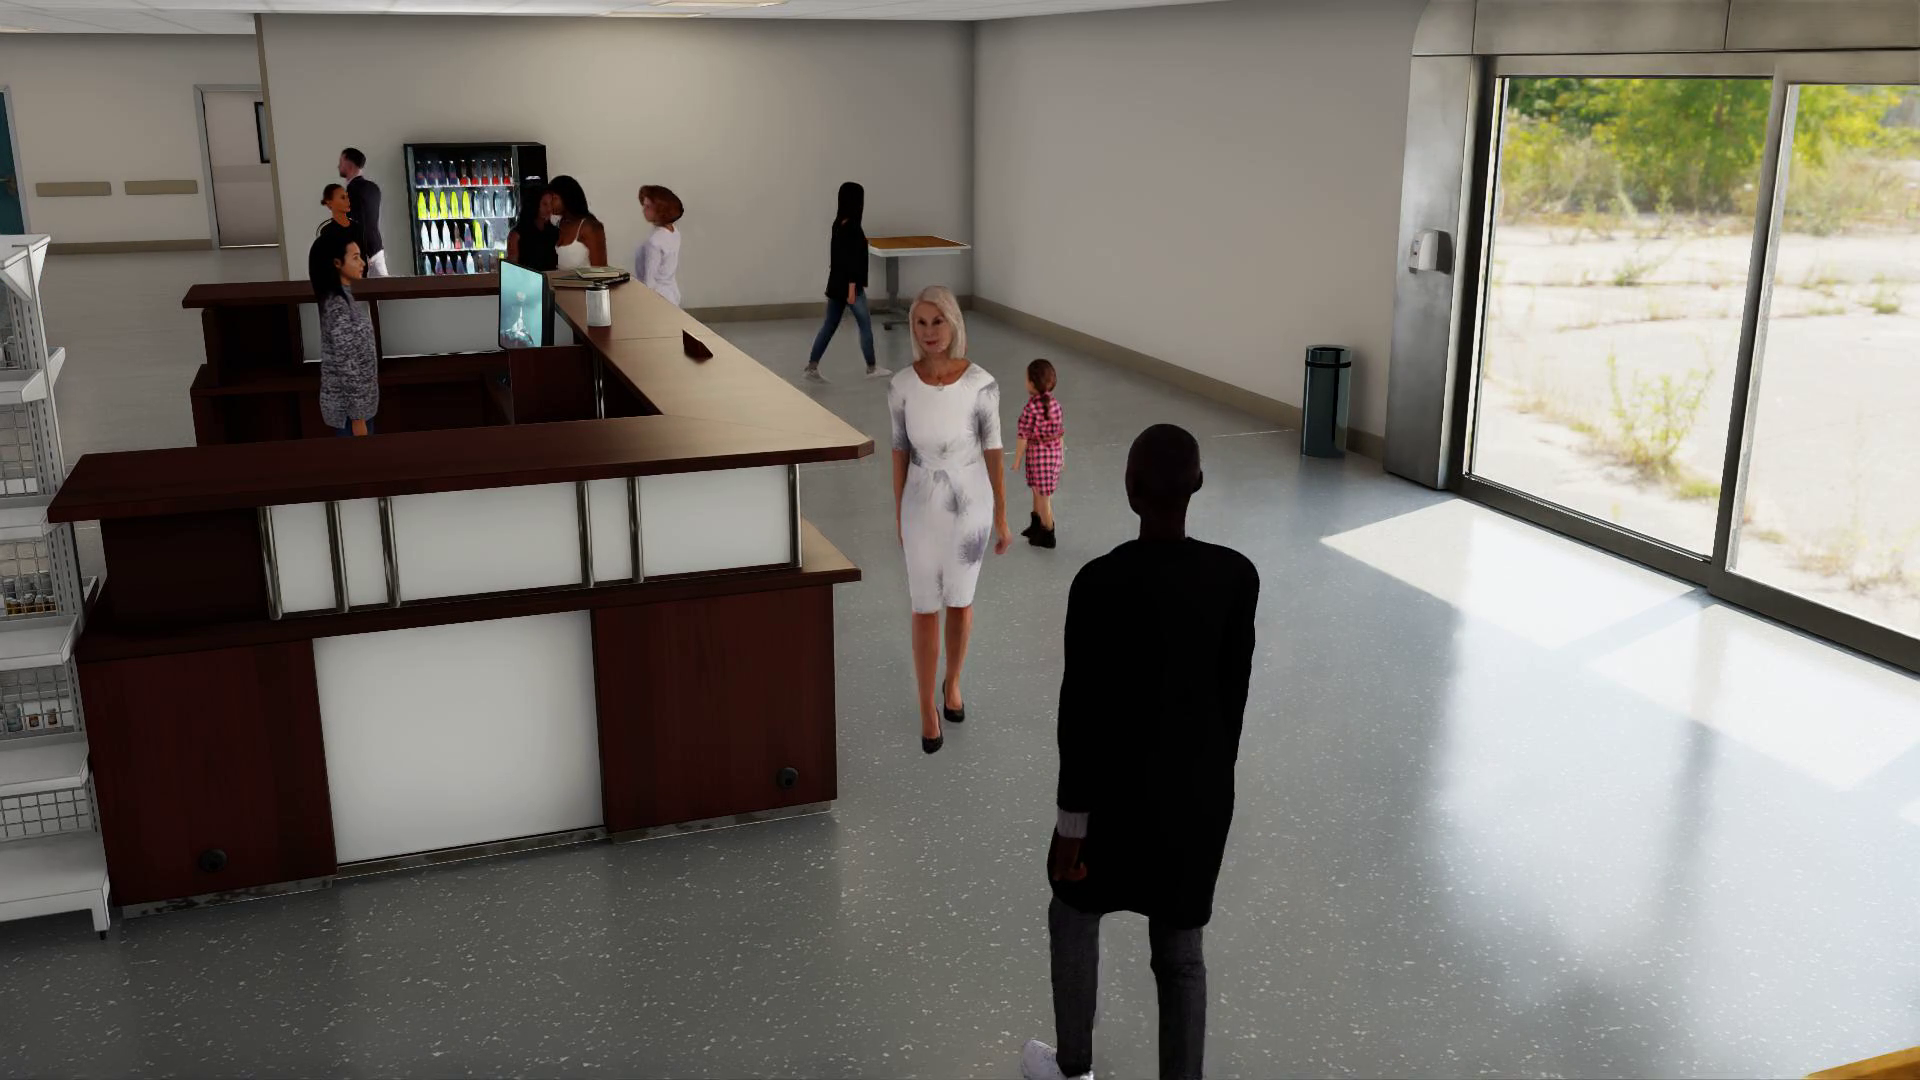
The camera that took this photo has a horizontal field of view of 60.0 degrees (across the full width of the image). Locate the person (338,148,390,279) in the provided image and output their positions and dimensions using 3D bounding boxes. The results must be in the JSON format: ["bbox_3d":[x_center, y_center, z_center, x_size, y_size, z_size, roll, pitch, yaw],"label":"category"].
[{"bbox_3d":[-5.211,-2.549,14.871,1.310,1.802,1.079,3,16,10],"label":"person"}]

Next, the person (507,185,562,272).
[{"bbox_3d":[-3.001,-1.592,11.656,1.061,1.705,0.950,-10,19,-32],"label":"person"}]

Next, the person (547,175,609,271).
[{"bbox_3d":[-2.550,-1.658,11.797,1.002,1.756,1.307,14,21,41],"label":"person"}]

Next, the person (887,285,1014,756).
[{"bbox_3d":[-0.060,-0.107,6.354,0.840,1.724,0.788,-2,16,-6],"label":"person"}]

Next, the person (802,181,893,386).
[{"bbox_3d":[-0.978,-2.024,13.359,1.148,1.612,0.829,-13,20,-38],"label":"person"}]

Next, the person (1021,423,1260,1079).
[{"bbox_3d":[0.461,0.631,3.694,0.721,1.748,0.736,-6,17,-20],"label":"person"}]

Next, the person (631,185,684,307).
[{"bbox_3d":[-2.149,-1.745,12.223,0.968,1.691,0.887,7,17,22],"label":"person"}]

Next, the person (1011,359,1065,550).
[{"bbox_3d":[0.465,-0.446,8.864,0.524,1.014,0.574,-14,21,-41],"label":"person"}]

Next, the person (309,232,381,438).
[{"bbox_3d":[-3.058,-0.667,8.326,0.526,1.731,0.630,-7,17,-23],"label":"person"}]

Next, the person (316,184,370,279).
[{"bbox_3d":[-4.749,-1.906,12.839,0.730,1.667,0.655,9,18,29],"label":"person"}]
